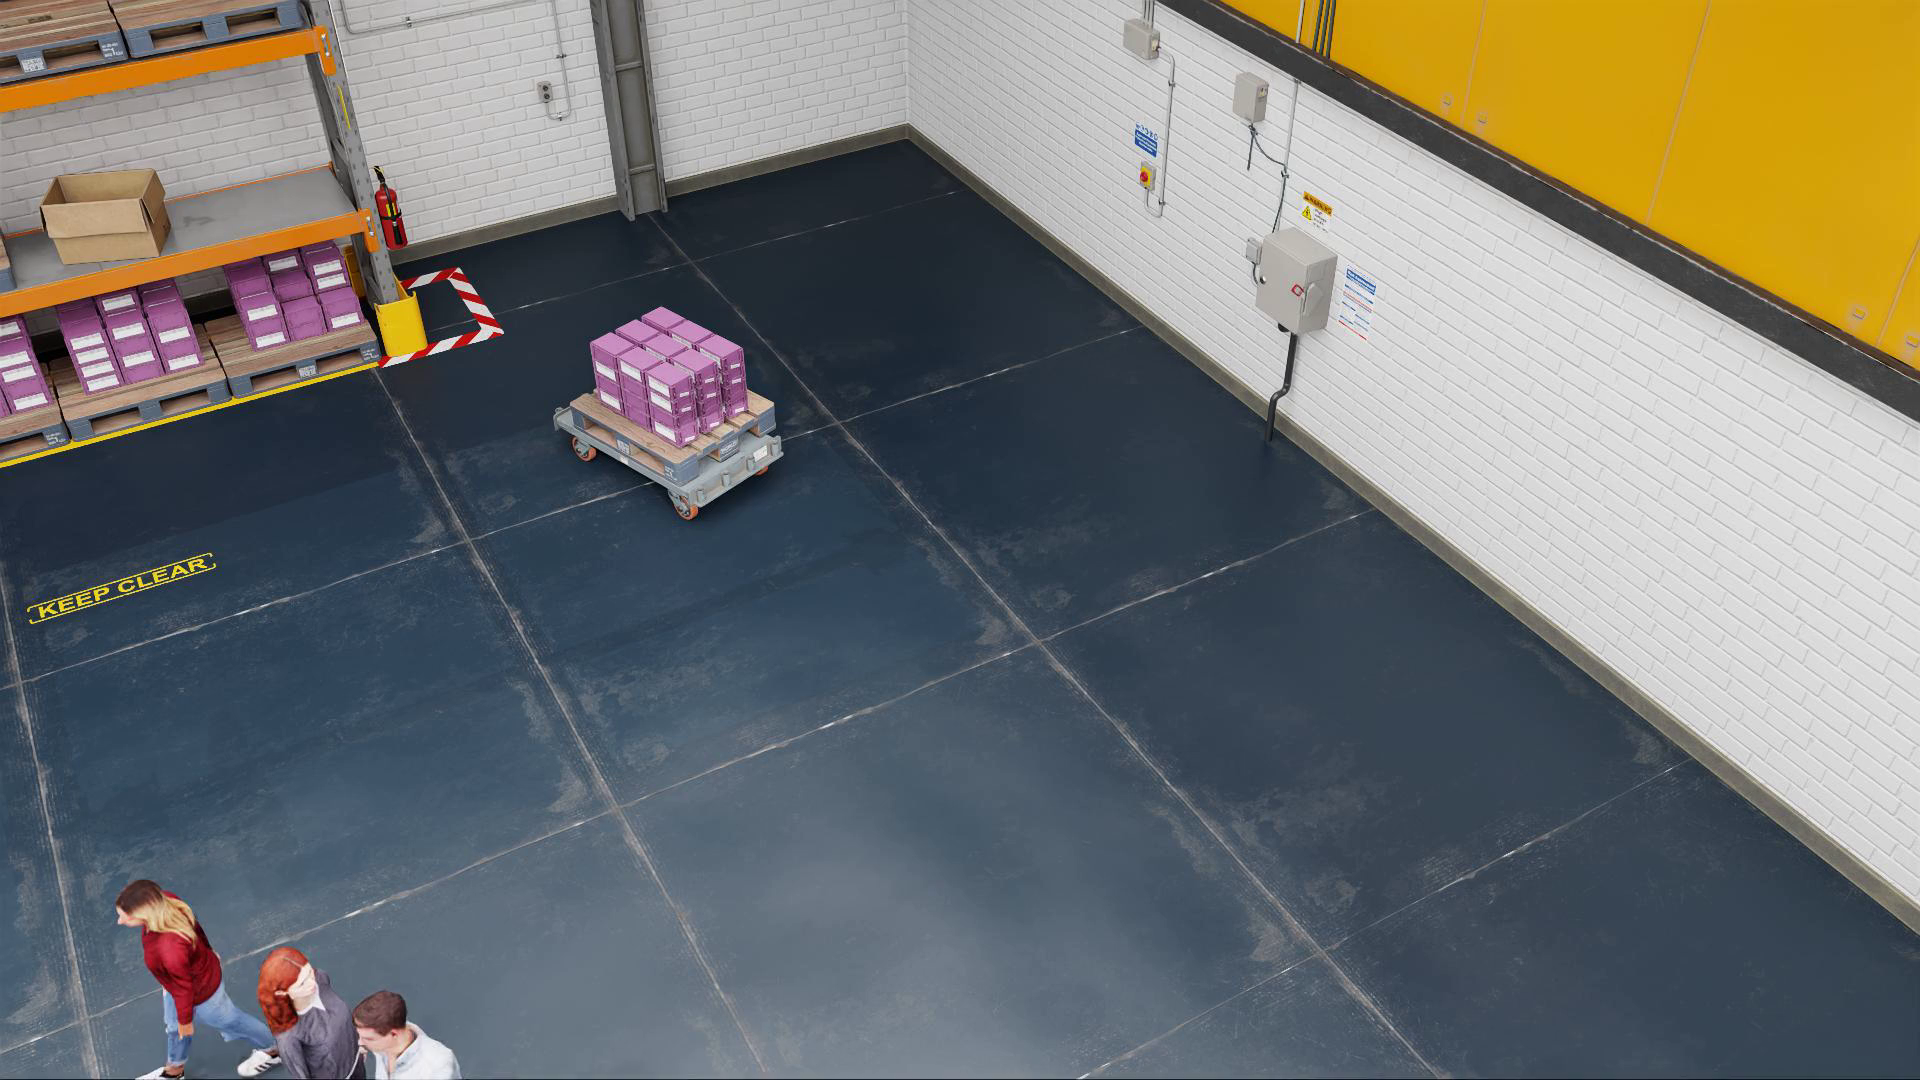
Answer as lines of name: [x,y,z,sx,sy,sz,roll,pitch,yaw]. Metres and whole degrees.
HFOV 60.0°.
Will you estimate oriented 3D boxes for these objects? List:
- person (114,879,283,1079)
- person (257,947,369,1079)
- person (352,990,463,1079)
person: [-3.641,2.148,8.115,0.958,1.593,0.613,-18,42,-21]
person: [-2.866,2.453,7.584,0.677,1.780,0.654,3,39,4]
person: [-2.245,2.564,7.438,1.088,1.789,1.310,19,42,22]
